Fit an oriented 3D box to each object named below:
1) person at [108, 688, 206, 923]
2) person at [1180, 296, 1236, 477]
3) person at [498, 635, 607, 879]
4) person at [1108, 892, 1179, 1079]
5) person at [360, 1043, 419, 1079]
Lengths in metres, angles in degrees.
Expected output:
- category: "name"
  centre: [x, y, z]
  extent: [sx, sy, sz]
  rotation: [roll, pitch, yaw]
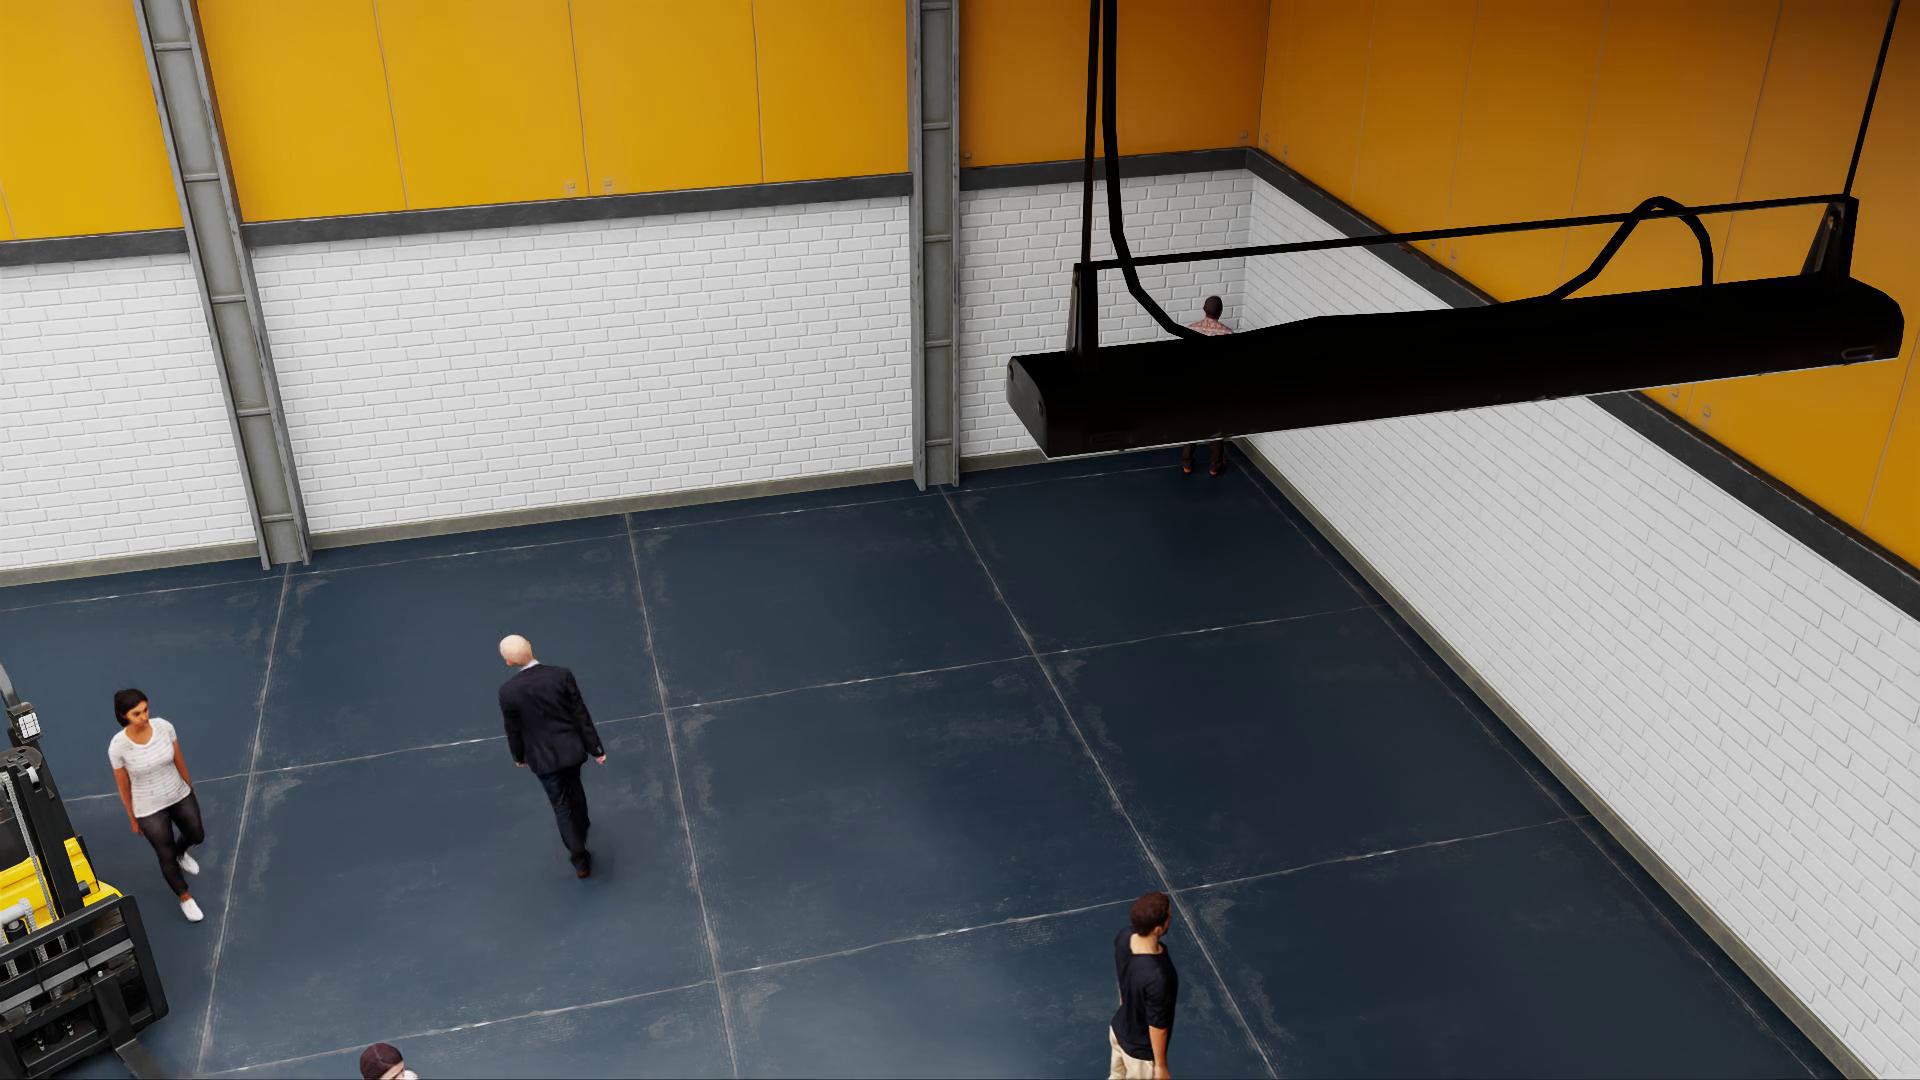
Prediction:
- category: "person"
  centre: [-5.095, 1.632, 10.537]
  extent: [0.888, 1.634, 0.882]
  rotation: [23, 36, 36]
- category: "person"
  centre: [2.384, -1.491, 16.080]
  extent: [0.730, 1.808, 0.843]
  rotation: [9, 30, 16]
- category: "person"
  centre: [-2.591, 1.426, 10.795]
  extent: [0.879, 1.748, 0.894]
  rotation: [-7, 29, -12]
- category: "person"
  centre: [0.917, 2.573, 8.585]
  extent: [0.566, 1.851, 0.650]
  rotation: [-9, 30, -17]
- category: "person"
  centre: [-2.670, 3.036, 7.949]
  extent: [0.674, 1.648, 0.628]
  rotation: [12, 31, 21]
